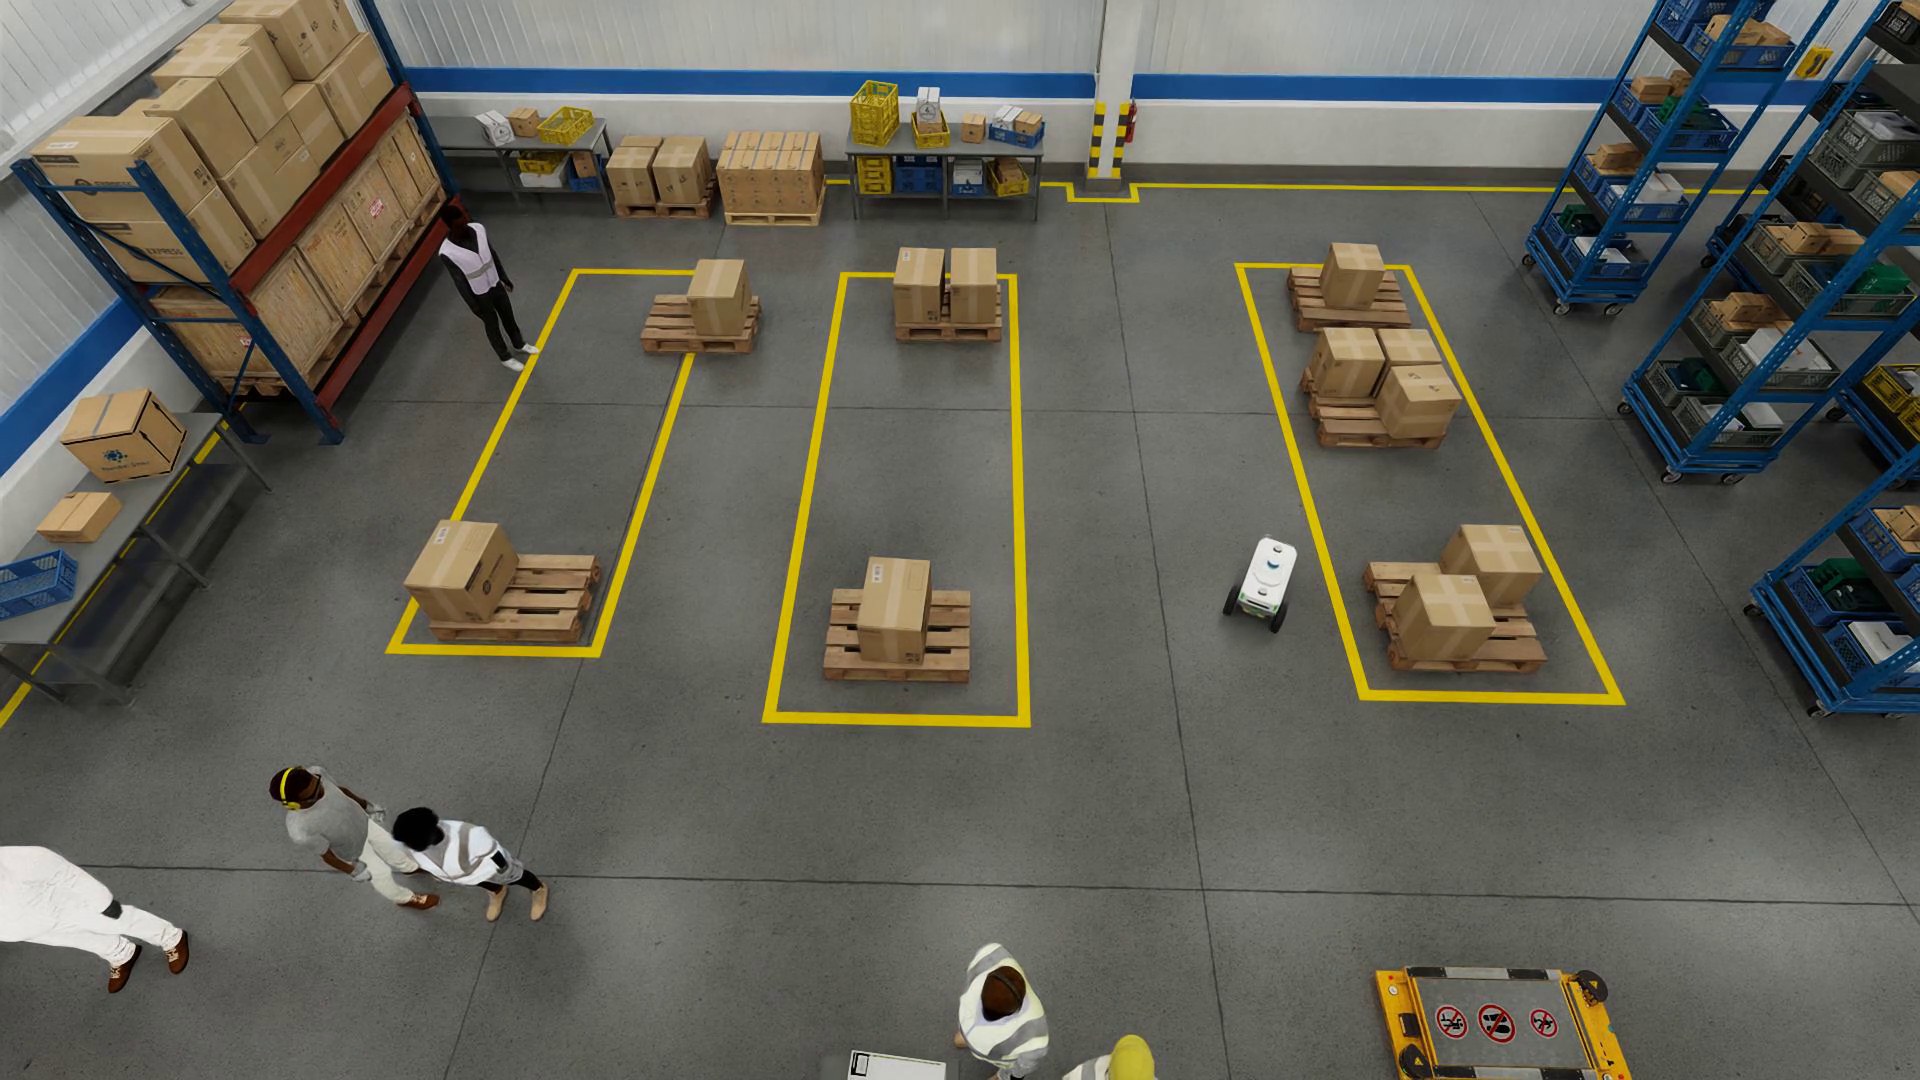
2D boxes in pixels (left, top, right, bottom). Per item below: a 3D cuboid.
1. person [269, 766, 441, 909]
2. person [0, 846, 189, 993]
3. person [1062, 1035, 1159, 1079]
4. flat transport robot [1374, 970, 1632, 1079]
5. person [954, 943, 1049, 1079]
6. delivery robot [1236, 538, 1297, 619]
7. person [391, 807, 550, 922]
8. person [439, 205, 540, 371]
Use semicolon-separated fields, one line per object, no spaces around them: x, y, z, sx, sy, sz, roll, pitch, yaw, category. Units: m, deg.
-3.866;1.915;5.896;0.329;1.856;0.518;-11;52;-9;person
-5.515;2.280;5.563;0.639;1.908;0.409;-13;52;-10;person
0.824;3.061;4.981;0.591;1.822;0.403;12;52;9;person
3.501;3.133;5.914;1.431;0.197;0.652;1;51;1;flat transport robot
0.206;2.763;5.208;0.429;1.847;0.625;-24;55;-19;person
2.672;0.322;7.965;0.477;0.478;0.707;21;54;16;delivery robot
-3.129;2.081;5.866;0.538;1.686;0.327;-1;51;-1;person
-4.962;-2.624;9.561;0.386;1.912;0.592;16;53;12;person
